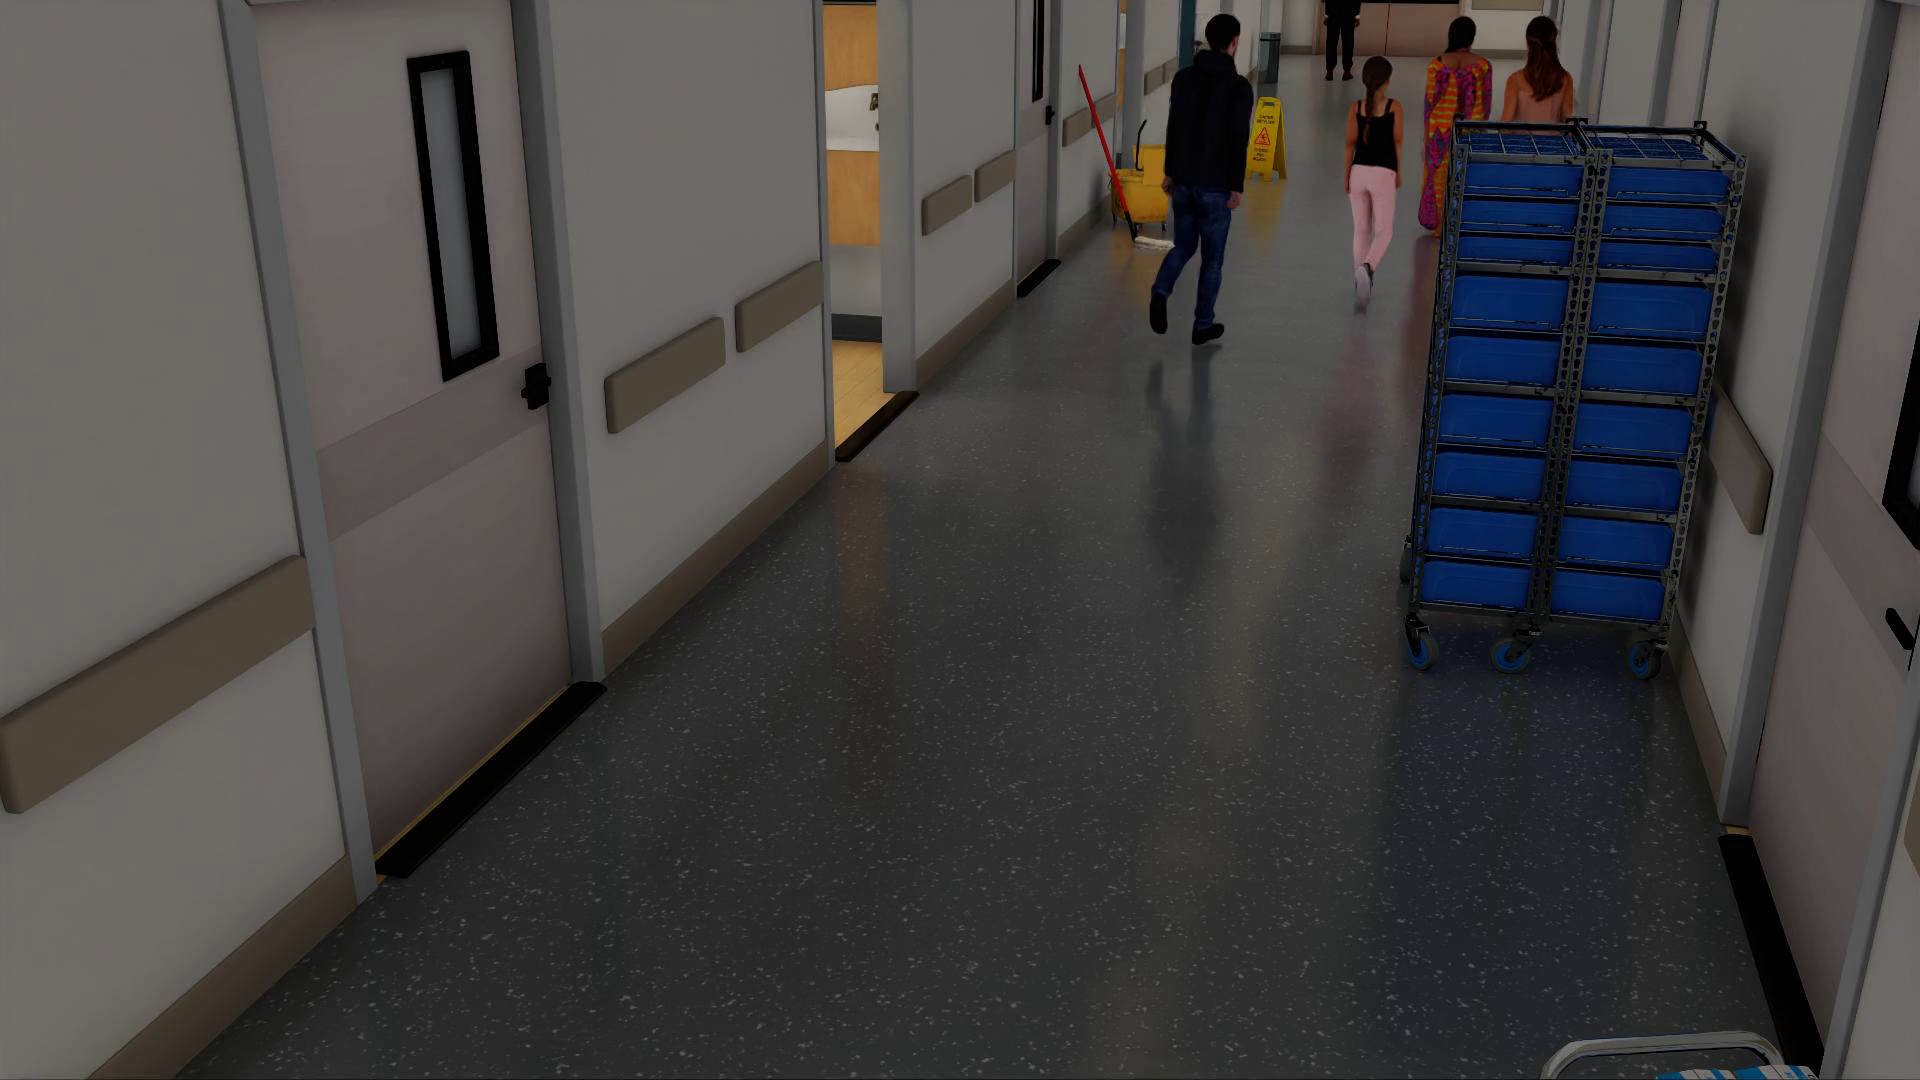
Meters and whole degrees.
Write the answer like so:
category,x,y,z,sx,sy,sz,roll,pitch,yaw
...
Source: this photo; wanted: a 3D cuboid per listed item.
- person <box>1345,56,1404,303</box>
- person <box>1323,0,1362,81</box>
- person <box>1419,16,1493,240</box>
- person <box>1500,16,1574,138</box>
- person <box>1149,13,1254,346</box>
category,x,y,z,sx,sy,sz,roll,pitch,yaw
person,2.653,-2.300,10.696,0.615,1.553,0.917,9,23,23
person,5.740,-7.900,24.987,0.692,1.903,0.603,6,22,16
person,3.802,-3.164,12.824,0.730,1.647,0.931,9,23,23
person,3.476,-2.198,10.101,0.665,1.784,1.130,5,21,12
person,1.340,-2.030,9.536,0.886,1.870,1.013,16,26,36
